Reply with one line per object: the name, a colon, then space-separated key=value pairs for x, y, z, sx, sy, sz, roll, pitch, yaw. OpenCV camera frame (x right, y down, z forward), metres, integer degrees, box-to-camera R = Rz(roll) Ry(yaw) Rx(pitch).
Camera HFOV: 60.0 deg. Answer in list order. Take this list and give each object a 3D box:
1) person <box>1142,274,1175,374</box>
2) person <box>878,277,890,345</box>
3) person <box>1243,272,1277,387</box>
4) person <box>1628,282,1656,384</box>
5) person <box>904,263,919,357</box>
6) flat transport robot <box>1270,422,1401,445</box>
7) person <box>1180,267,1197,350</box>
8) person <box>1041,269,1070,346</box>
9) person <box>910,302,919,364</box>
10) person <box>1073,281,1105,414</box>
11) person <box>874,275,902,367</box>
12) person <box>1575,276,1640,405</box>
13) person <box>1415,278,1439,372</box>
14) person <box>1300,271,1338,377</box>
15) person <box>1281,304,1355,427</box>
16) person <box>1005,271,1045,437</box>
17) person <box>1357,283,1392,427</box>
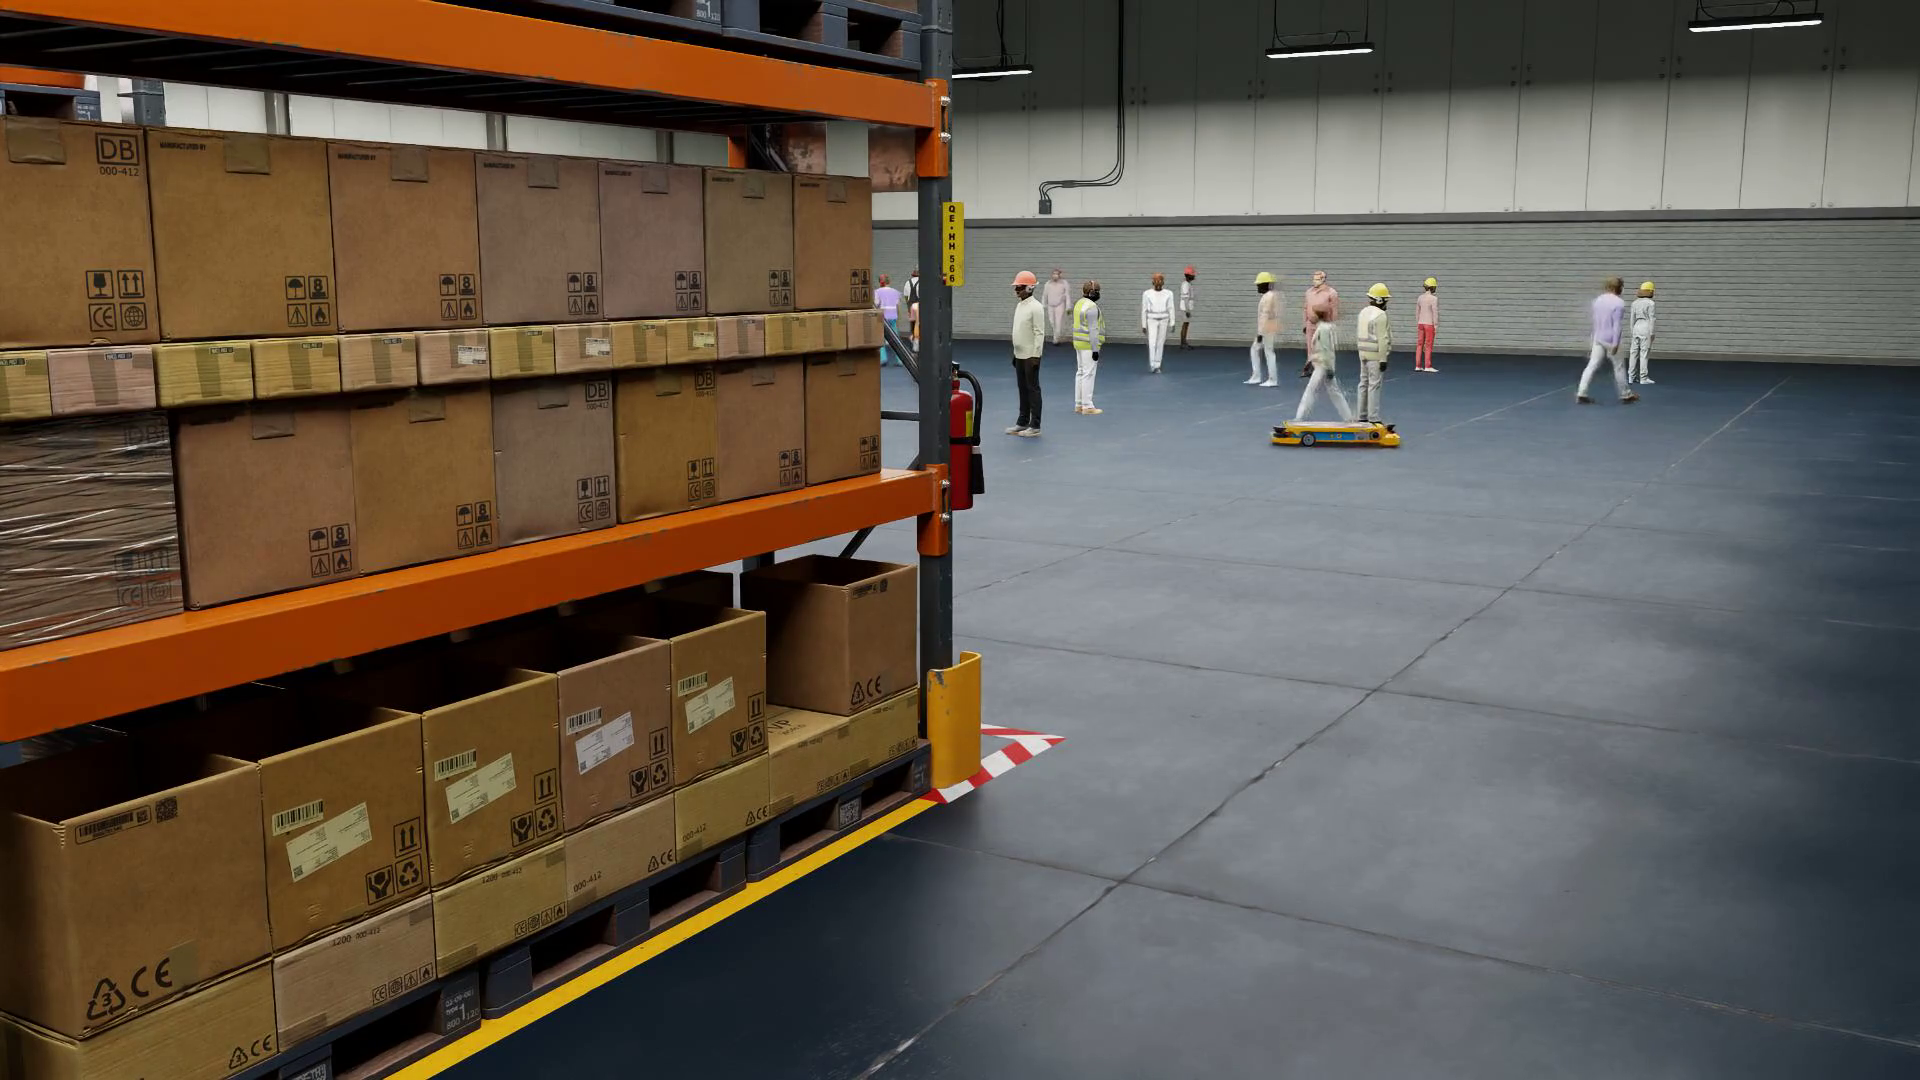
person: x=3.674 y=-3.970 z=30.673 sx=0.580 sy=1.839 sz=0.956 roll=-1 pitch=10 yaw=-4
person: x=-1.845 y=-5.606 z=40.656 sx=0.536 sy=1.700 sz=0.318 roll=9 pitch=13 yaw=43
person: x=4.997 y=-3.499 z=27.709 sx=0.713 sy=1.900 sz=0.629 roll=1 pitch=10 yaw=8
person: x=11.714 y=-3.546 z=28.496 sx=0.311 sy=1.736 sz=0.483 roll=-5 pitch=11 yaw=-25
person: x=-0.833 y=-4.916 z=35.622 sx=0.684 sy=2.000 sz=0.538 roll=7 pitch=12 yaw=37
flat transport robot: x=4.341 y=-1.244 z=19.294 sx=1.431 sy=0.197 sz=0.652 roll=1 pitch=10 yaw=7
person: x=5.336 y=-5.386 z=38.769 sx=0.396 sy=1.924 sz=0.595 roll=3 pitch=10 yaw=14
person: x=2.265 y=-5.580 z=40.022 sx=0.649 sy=1.860 sz=0.968 roll=5 pitch=11 yaw=28
person: x=-0.558 y=-3.479 z=28.259 sx=0.549 sy=1.676 sz=0.520 roll=2 pitch=10 yaw=10
person: x=1.782 y=-2.651 z=22.974 sx=0.429 sy=1.835 sz=0.630 roll=-2 pitch=10 yaw=-14
person: x=-1.445 y=-4.300 z=32.691 sx=0.666 sy=1.806 sz=0.631 roll=-9 pitch=13 yaw=-43
person: x=9.516 y=-2.915 z=24.368 sx=1.025 sy=1.891 sz=0.632 roll=-4 pitch=10 yaw=-21
person: x=8.807 y=-4.037 z=31.280 sx=0.317 sy=1.767 sz=0.534 roll=-5 pitch=11 yaw=-26
person: x=6.422 y=-3.853 z=29.807 sx=0.637 sy=1.904 sz=0.403 roll=8 pitch=13 yaw=40
person: x=4.521 y=-2.138 z=20.686 sx=0.913 sy=1.590 sz=0.505 roll=2 pitch=10 yaw=13
person: x=0.800 y=-2.251 z=20.149 sx=0.380 sy=1.996 sz=0.608 roll=-4 pitch=11 yaw=-24
person: x=5.251 y=-2.326 z=21.062 sx=0.403 sy=1.832 sz=0.593 roll=-3 pitch=10 yaw=-14
